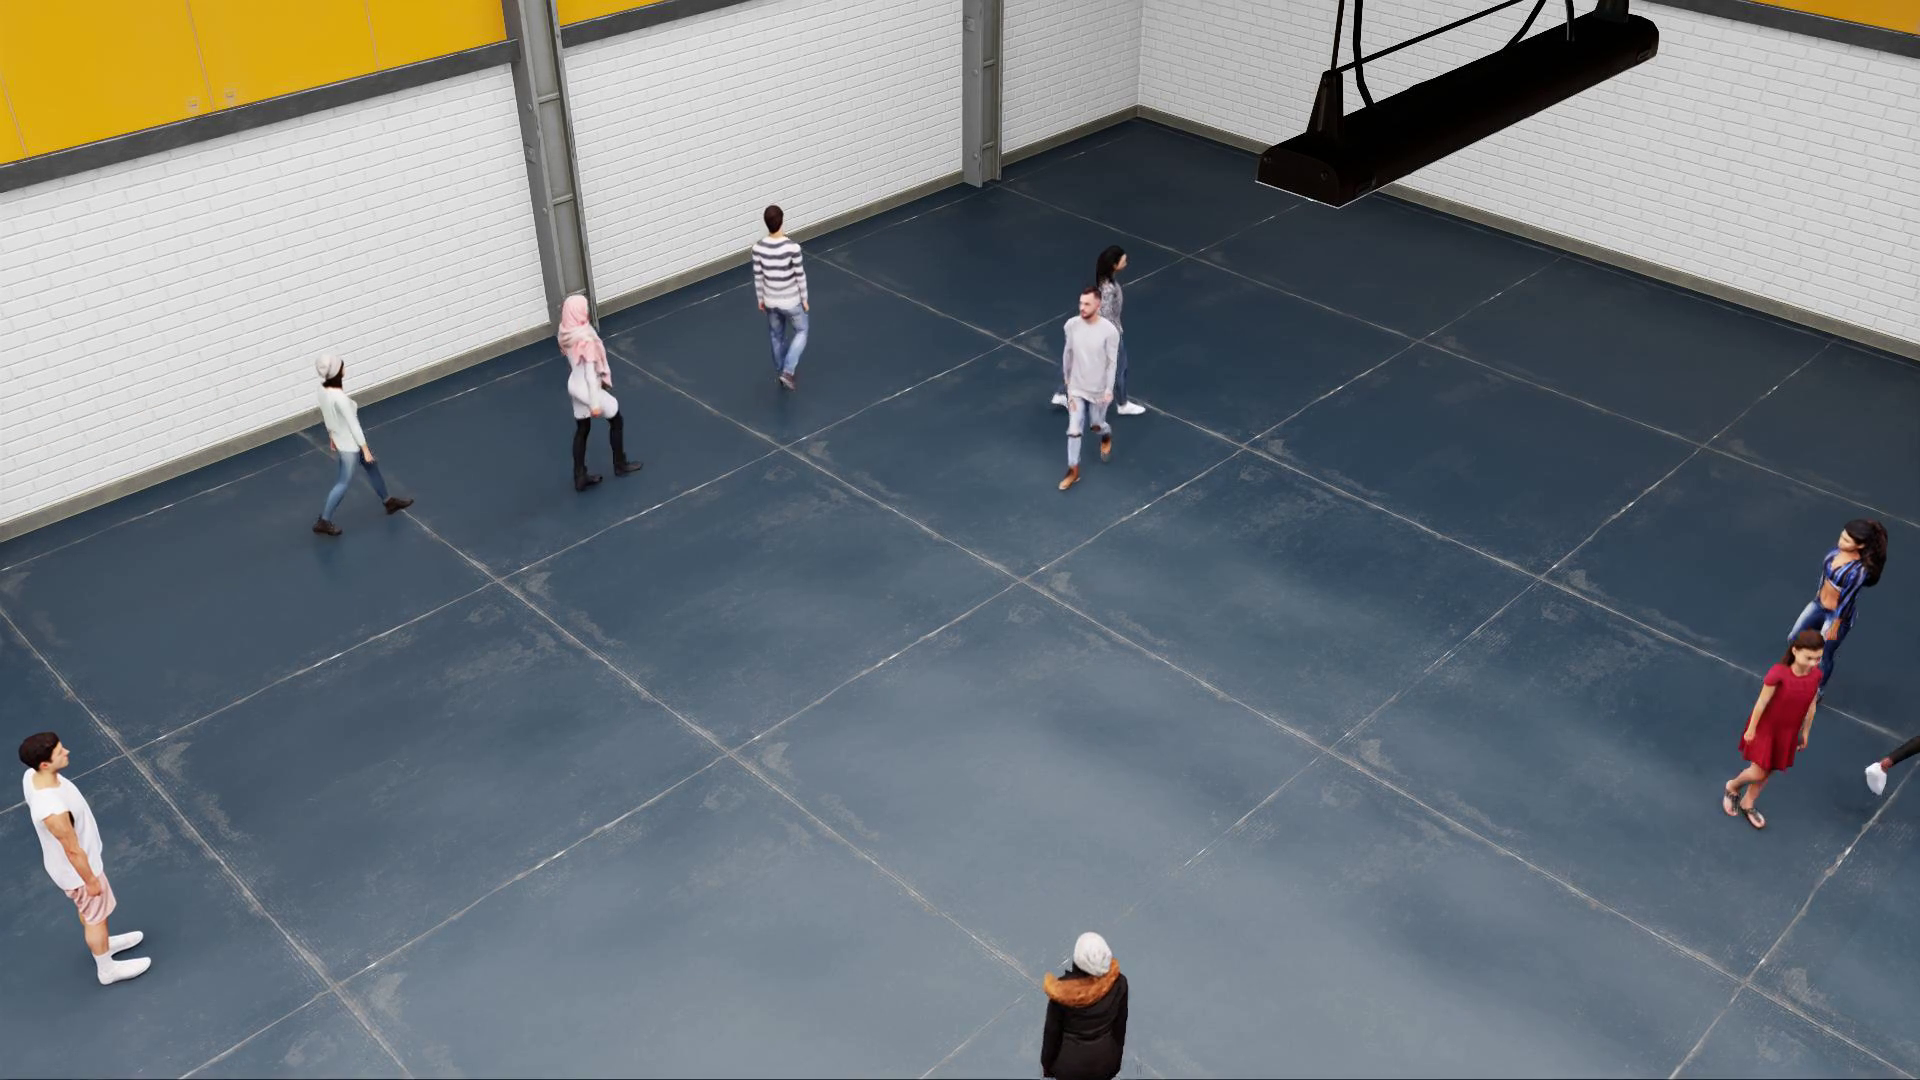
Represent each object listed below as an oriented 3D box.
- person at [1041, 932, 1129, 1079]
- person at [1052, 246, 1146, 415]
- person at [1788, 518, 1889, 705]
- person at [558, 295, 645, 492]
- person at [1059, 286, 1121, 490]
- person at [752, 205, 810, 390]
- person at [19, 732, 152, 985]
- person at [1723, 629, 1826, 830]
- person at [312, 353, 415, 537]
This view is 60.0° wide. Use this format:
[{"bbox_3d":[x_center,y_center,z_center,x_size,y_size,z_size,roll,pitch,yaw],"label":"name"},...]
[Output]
[{"bbox_3d":[0.651,2.652,8.509,0.903,1.621,0.927,-5,34,-8],"label":"person"},{"bbox_3d":[1.245,-1.895,15.281,1.214,1.698,1.093,-5,34,-8],"label":"person"},{"bbox_3d":[6.223,0.519,11.730,0.790,1.609,0.743,-3,34,-4],"label":"person"},{"bbox_3d":[-3.257,-1.213,14.178,0.854,1.783,0.663,-27,42,-35],"label":"person"},{"bbox_3d":[1.153,-1.354,14.361,0.891,1.816,1.136,17,37,23],"label":"person"},{"bbox_3d":[-1.688,-2.223,15.647,0.895,1.838,0.982,6,34,10],"label":"person"},{"bbox_3d":[-5.120,1.833,9.594,0.601,1.784,0.647,-23,40,-31],"label":"person"},{"bbox_3d":[5.288,1.161,10.822,0.700,1.544,0.754,-4,34,-6],"label":"person"},{"bbox_3d":[-5.093,-0.758,13.652,1.116,1.608,0.628,-26,41,-33],"label":"person"}]
